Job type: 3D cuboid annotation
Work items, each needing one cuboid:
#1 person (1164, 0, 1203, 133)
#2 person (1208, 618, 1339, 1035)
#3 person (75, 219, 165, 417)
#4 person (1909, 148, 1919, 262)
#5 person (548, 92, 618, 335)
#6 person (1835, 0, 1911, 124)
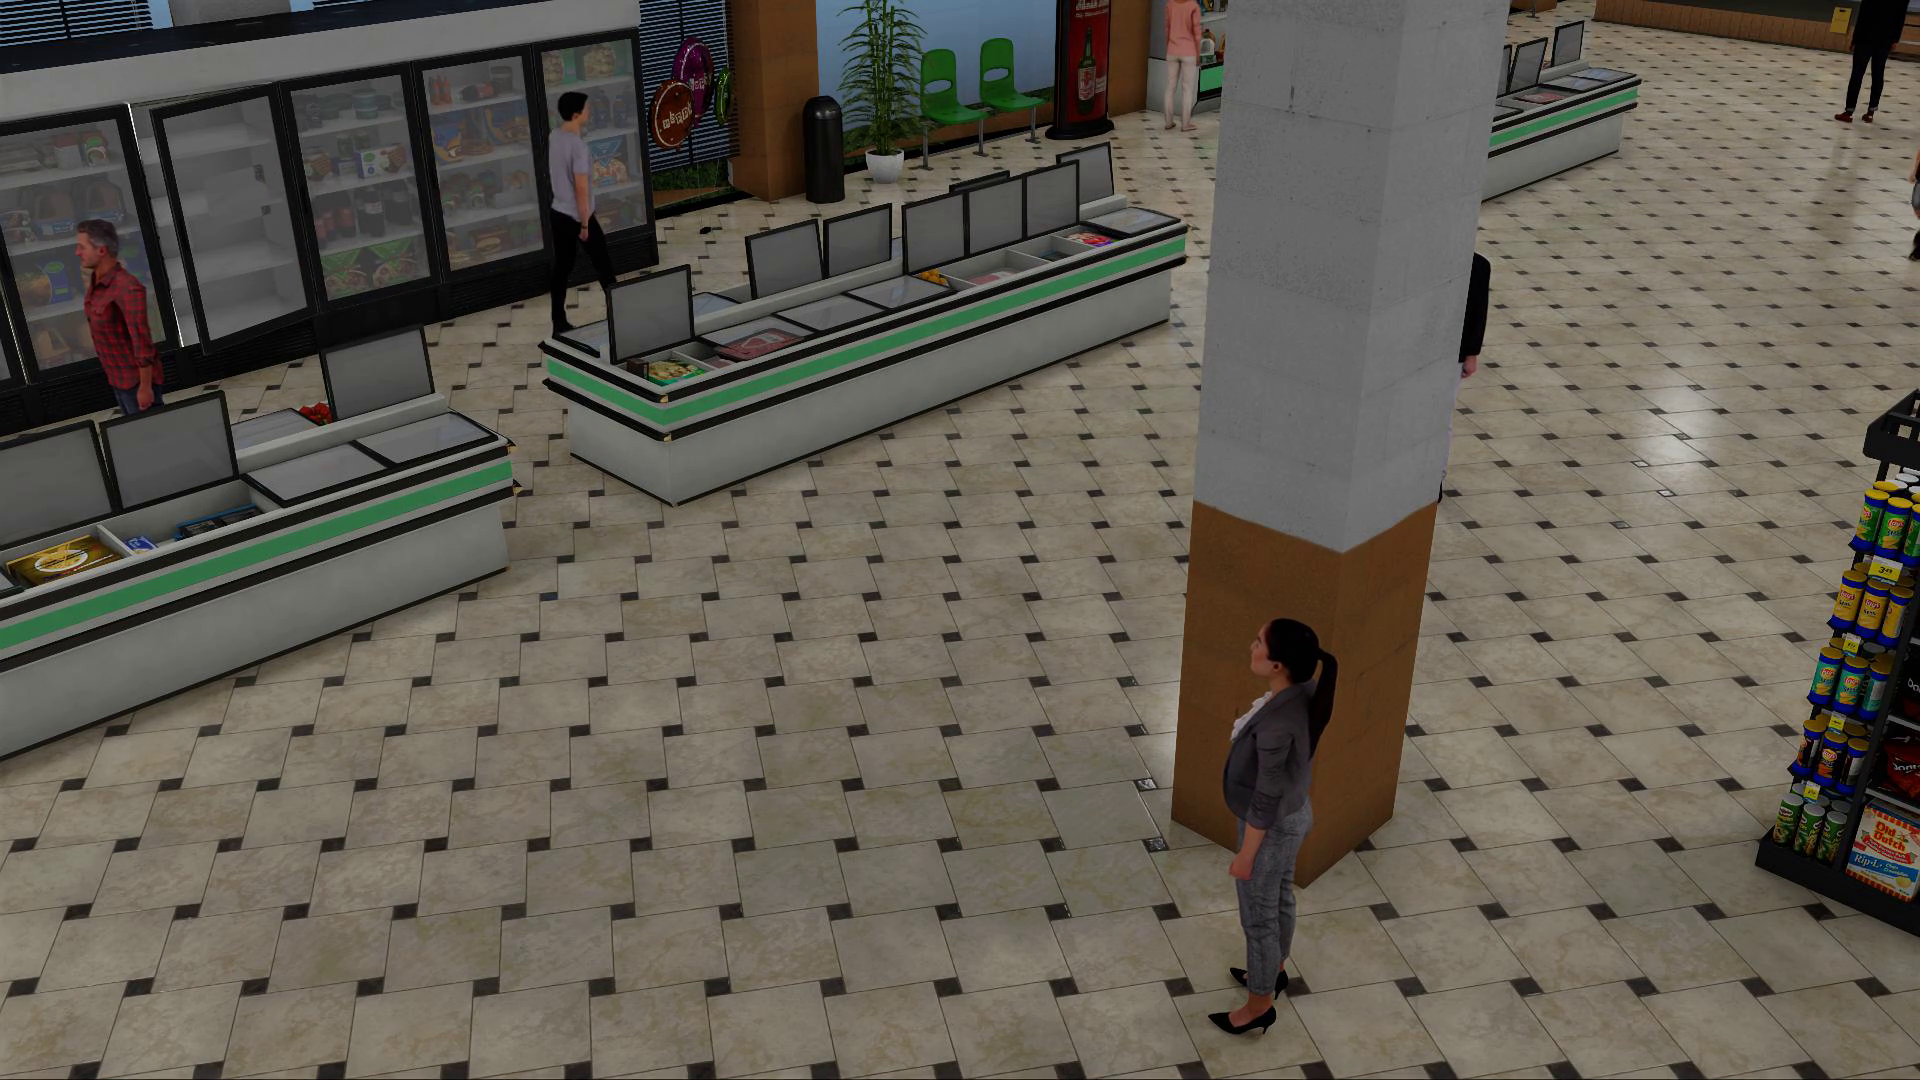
[{"bbox_3d":[2.480,-5.468,18.604,0.638,1.724,0.574,18,32,31],"label":"person"},{"bbox_3d":[1.099,1.020,5.863,0.758,1.678,0.633,13,30,23],"label":"person"},{"bbox_3d":[-4.761,-0.959,9.597,0.568,1.829,0.704,-21,34,-35],"label":"person"},{"bbox_3d":[8.472,-3.173,14.408,0.910,1.426,0.525,-24,35,-39],"label":"person"},{"bbox_3d":[-2.952,-2.368,12.382,0.647,1.823,1.058,24,35,39],"label":"person"},{"bbox_3d":[10.405,-5.679,18.916,0.784,1.819,0.832,1,27,2],"label":"person"}]
